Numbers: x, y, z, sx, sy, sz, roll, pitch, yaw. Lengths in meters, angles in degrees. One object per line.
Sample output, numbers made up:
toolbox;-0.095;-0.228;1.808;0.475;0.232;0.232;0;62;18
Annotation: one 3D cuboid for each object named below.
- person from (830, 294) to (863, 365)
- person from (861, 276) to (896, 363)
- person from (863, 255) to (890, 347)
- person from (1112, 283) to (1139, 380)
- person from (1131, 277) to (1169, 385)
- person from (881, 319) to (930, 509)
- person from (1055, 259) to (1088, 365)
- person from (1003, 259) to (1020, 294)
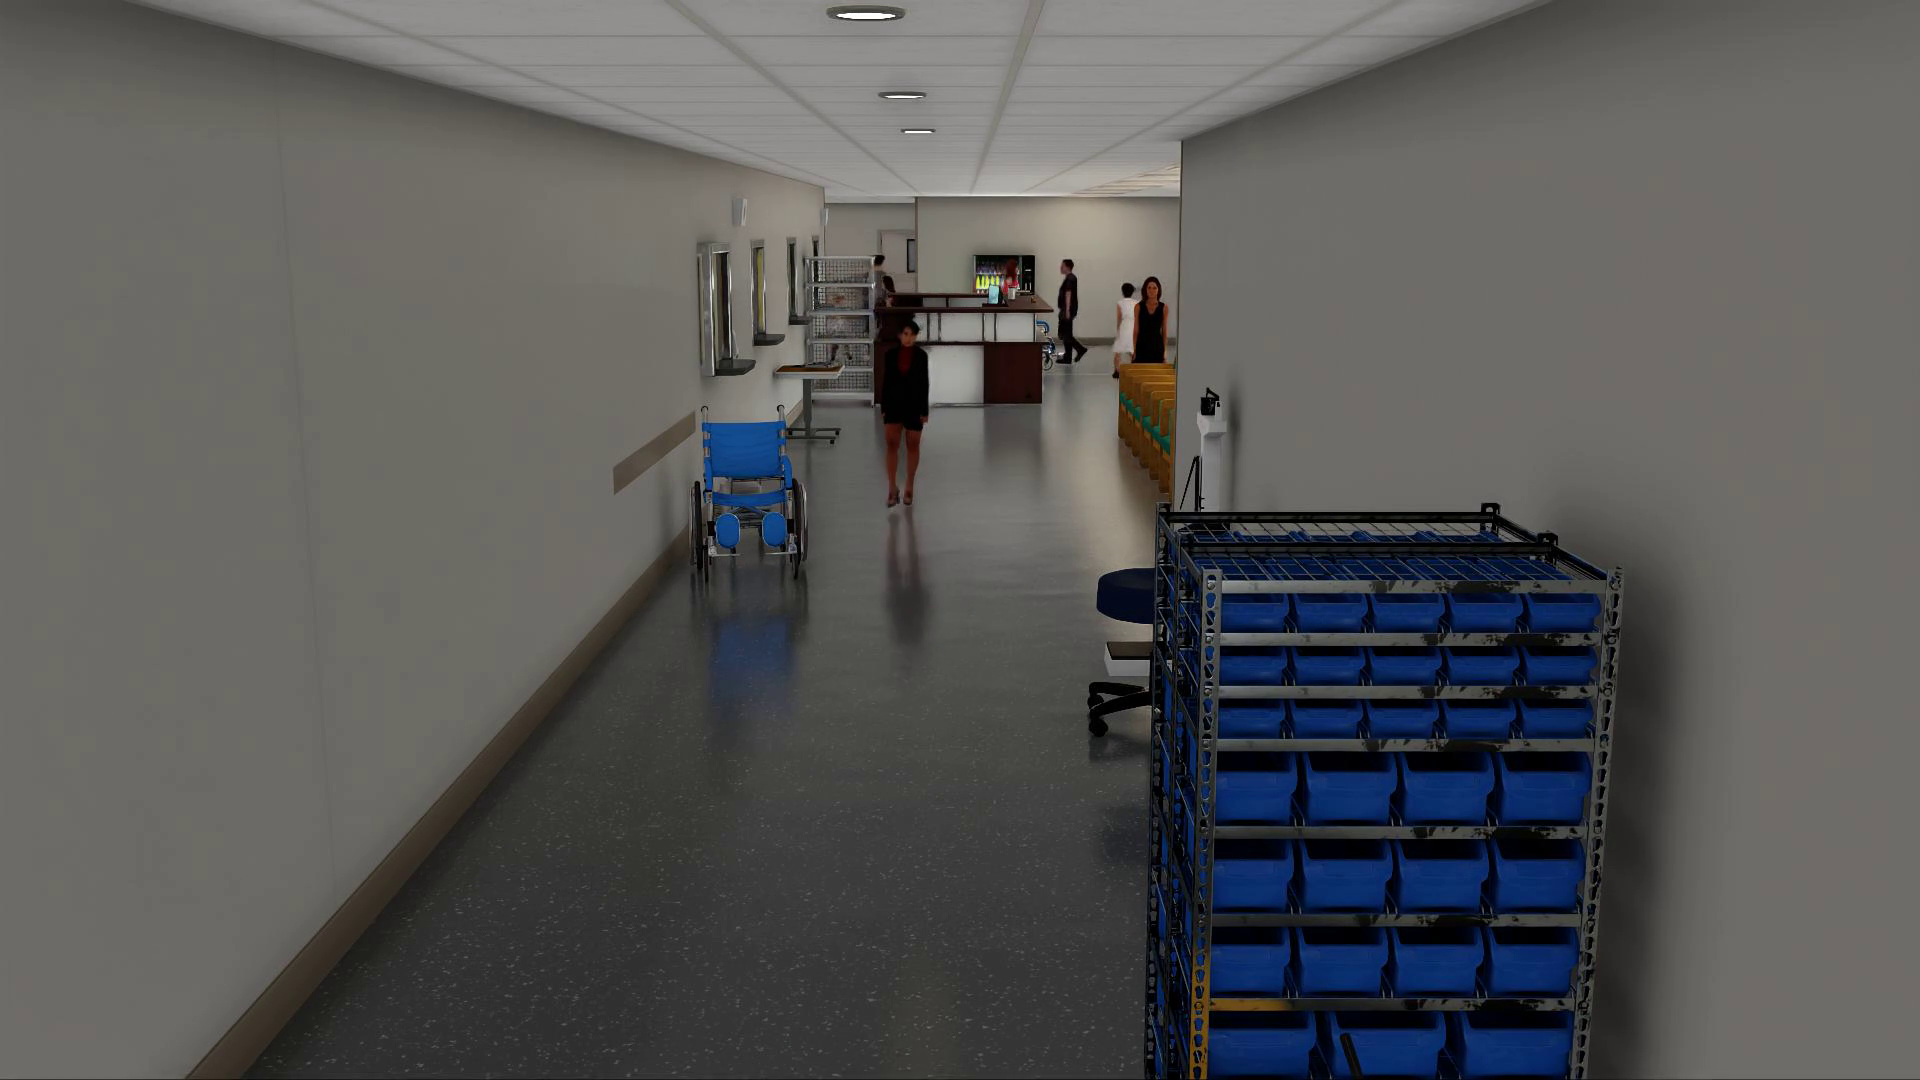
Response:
person;-2.120;-3.581;28.553;0.786;1.256;0.516;-1;11;-4
person;-1.164;-3.812;29.062;1.134;1.520;0.699;-2;11;-10
person;-1.524;-4.215;30.204;0.950;1.887;0.752;0;11;2
person;2.628;-3.193;25.786;0.876;1.526;0.722;-2;11;-9
person;2.230;-2.167;19.544;0.462;1.836;0.640;0;11;2
person;-0.470;-1.098;14.489;0.635;1.622;0.649;1;11;3
person;1.977;-3.982;29.119;0.911;1.833;0.823;3;11;14
person;0.800;-4.129;29.963;0.695;1.807;0.699;2;11;11
